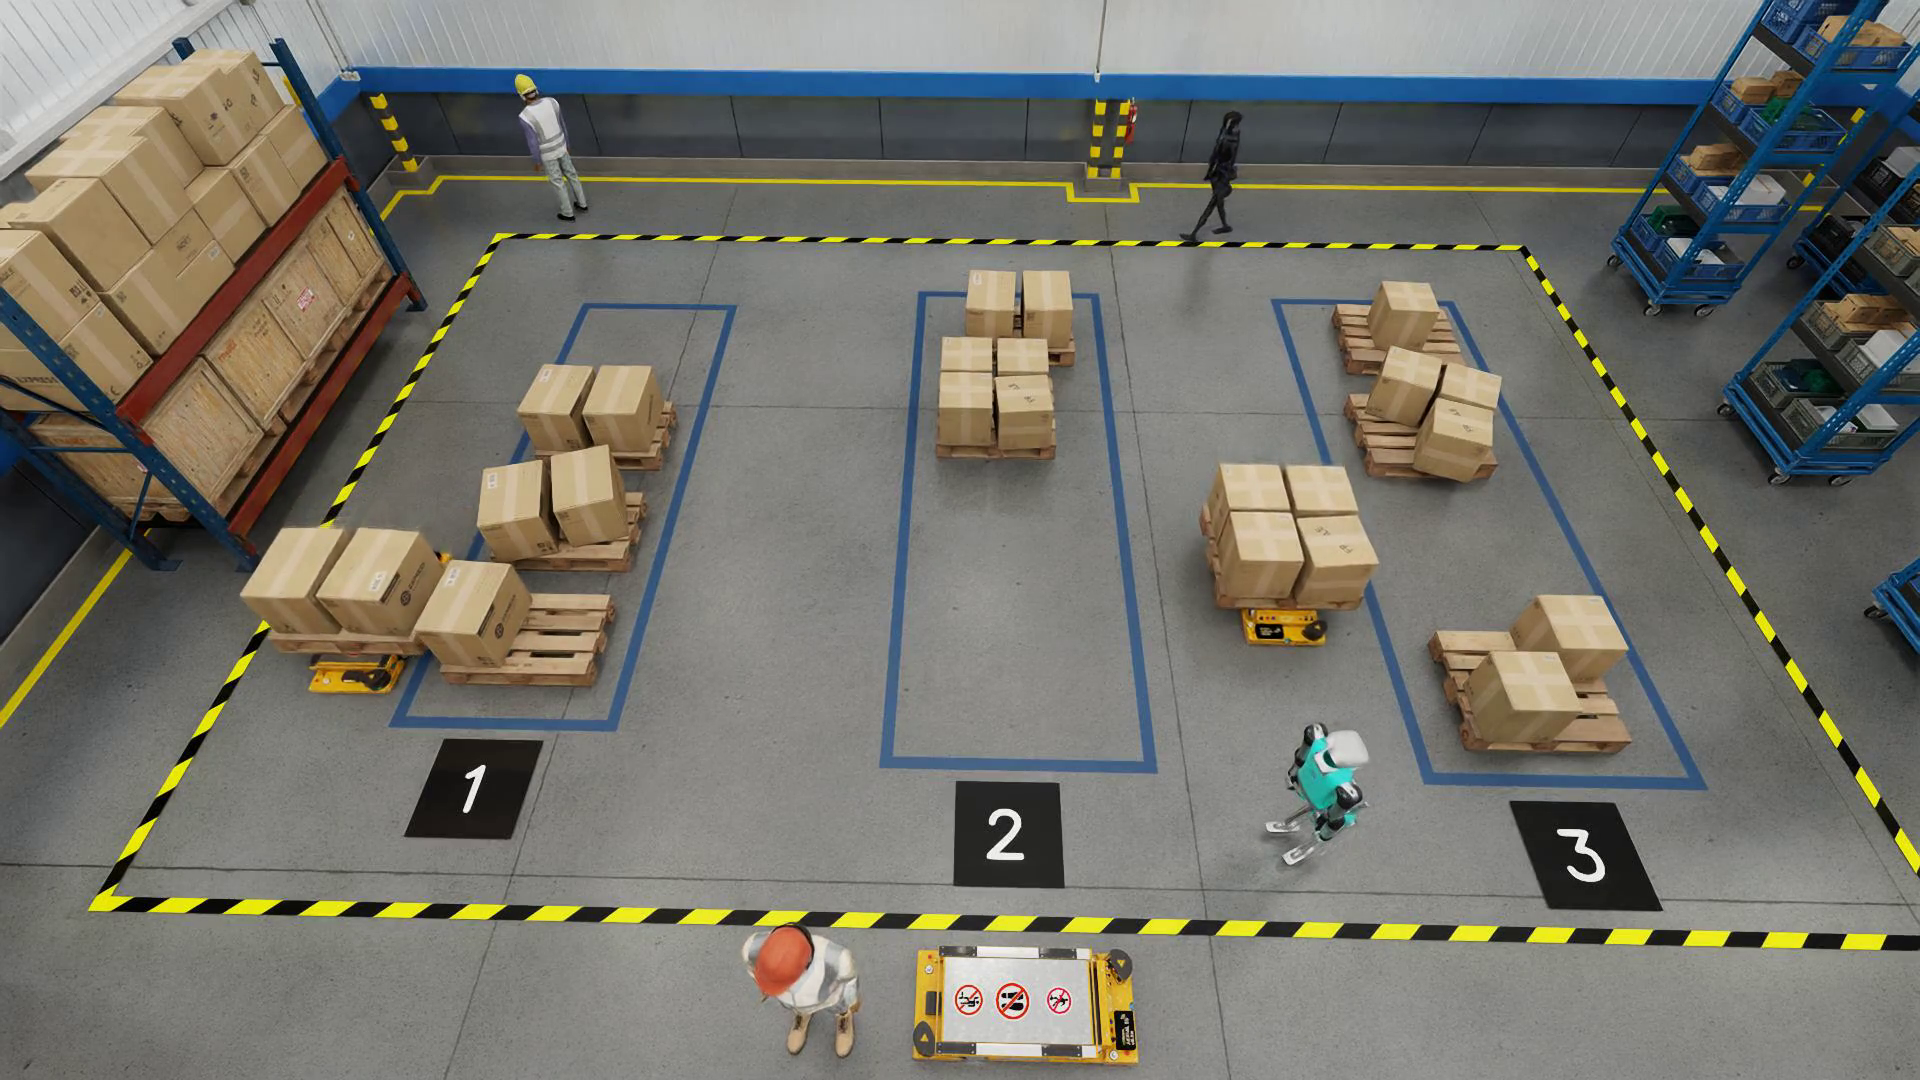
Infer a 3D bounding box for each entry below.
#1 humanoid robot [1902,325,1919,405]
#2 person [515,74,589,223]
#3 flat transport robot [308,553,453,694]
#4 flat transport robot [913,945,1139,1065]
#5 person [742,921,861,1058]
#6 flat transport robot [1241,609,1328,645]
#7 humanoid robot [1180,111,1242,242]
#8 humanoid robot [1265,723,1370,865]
[{"bbox_3d":[10.182,-2.191,9.370,0.591,1.642,0.611,27,56,20],"label":"humanoid robot"},{"bbox_3d":[-5.118,-4.868,11.451,0.404,1.822,0.586,24,55,18],"label":"person"},{"bbox_3d":[-5.009,0.660,7.930,0.652,0.197,1.431,1,51,1],"label":"flat transport robot"},{"bbox_3d":[0.422,3.041,6.007,1.431,0.231,0.659,1,51,1],"label":"flat transport robot"},{"bbox_3d":[-0.867,2.591,5.237,0.607,2.033,0.400,6,51,5],"label":"person"},{"bbox_3d":[2.802,0.290,8.231,0.652,0.197,1.431,1,51,1],"label":"flat transport robot"},{"bbox_3d":[3.162,-4.442,11.220,0.764,1.625,0.584,-8,51,-7],"label":"humanoid robot"},{"bbox_3d":[2.506,1.682,6.080,0.735,1.677,0.533,-11,52,-9],"label":"humanoid robot"}]
